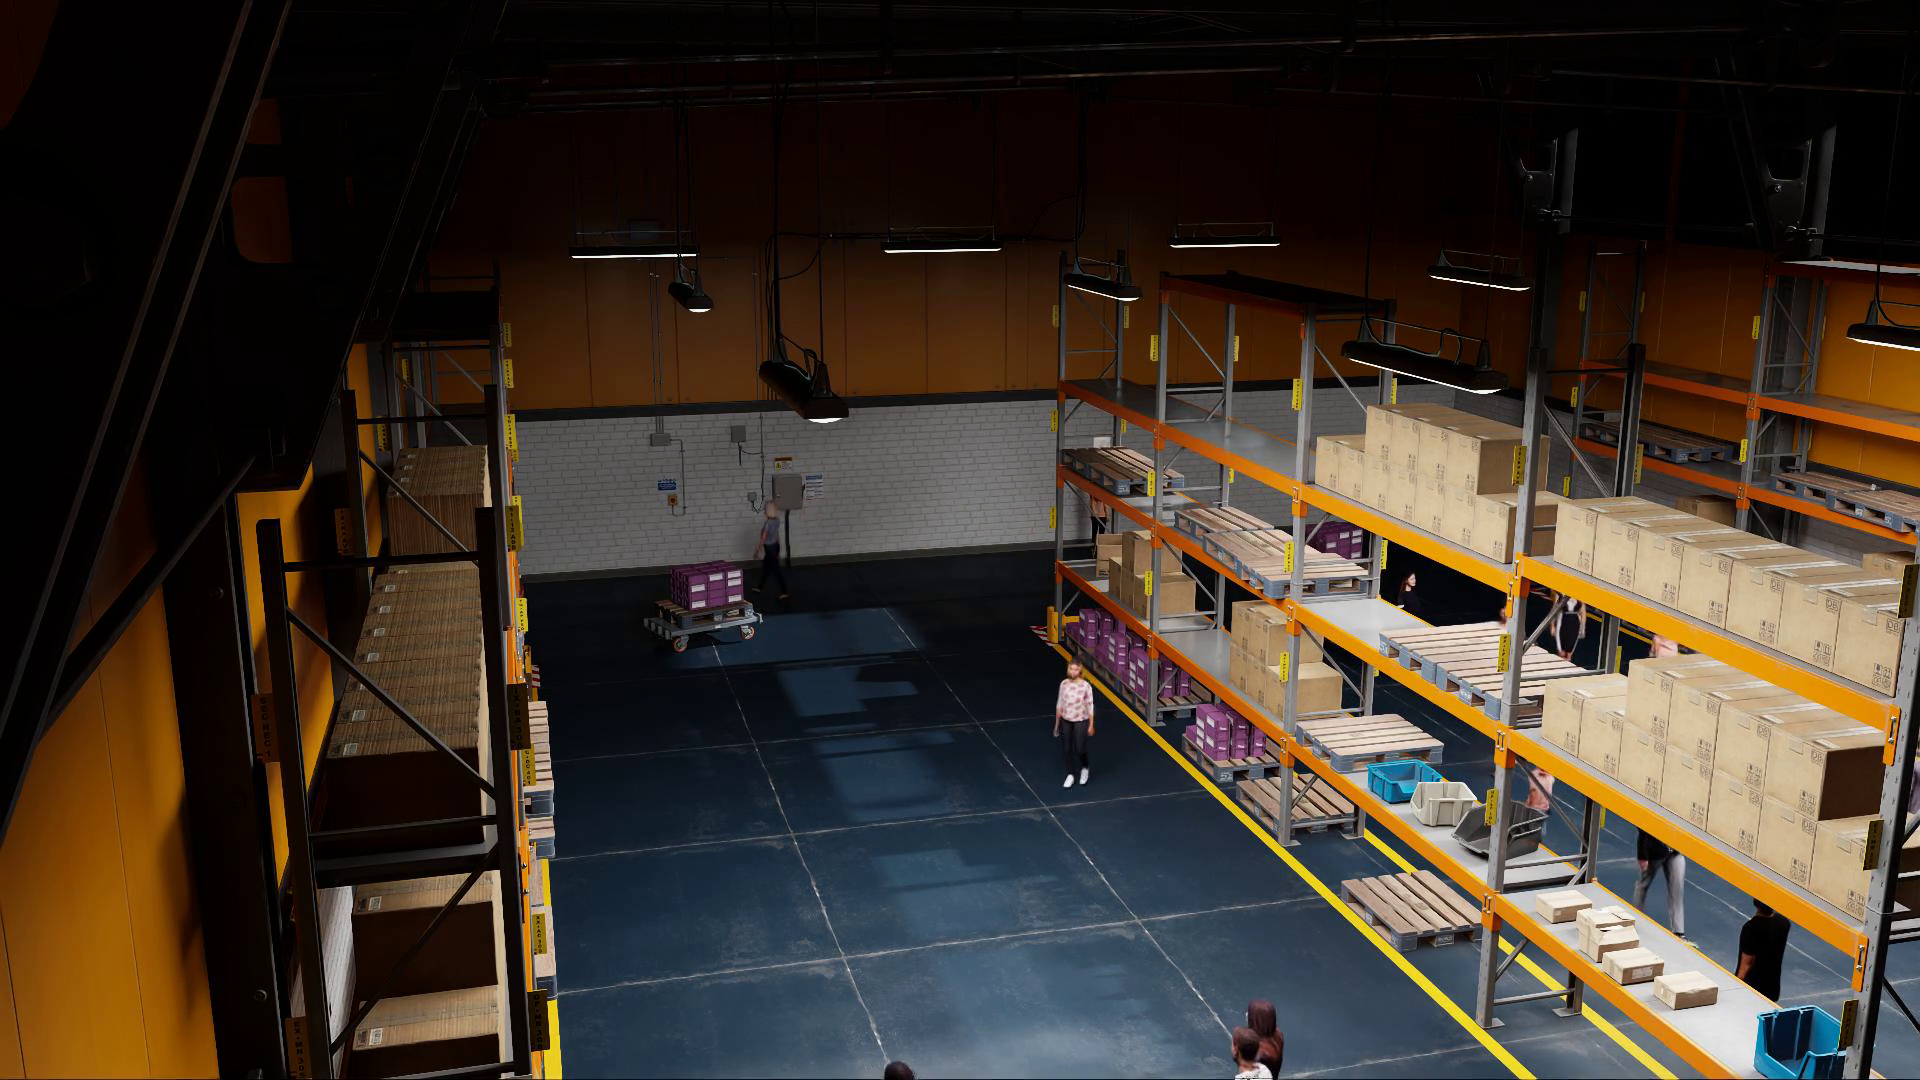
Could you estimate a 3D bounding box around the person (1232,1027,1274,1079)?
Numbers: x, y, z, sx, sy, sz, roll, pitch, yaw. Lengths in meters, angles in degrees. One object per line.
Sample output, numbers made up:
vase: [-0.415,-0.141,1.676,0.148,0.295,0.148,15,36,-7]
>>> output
person: [2.053,4.206,11.230,1.239,1.796,1.182,7,15,27]

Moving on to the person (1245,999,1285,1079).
person: [2.263,4.109,12.102,1.072,1.574,0.993,9,16,33]

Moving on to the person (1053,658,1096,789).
person: [1.413,2.175,20.002,0.738,1.616,0.796,7,15,27]

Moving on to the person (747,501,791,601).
person: [-3.078,0.207,27.984,0.995,1.685,1.073,3,14,14]

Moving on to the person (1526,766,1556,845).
person: [6.181,2.847,17.907,0.597,1.296,0.743,-7,15,-26]

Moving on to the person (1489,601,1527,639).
person: [7.092,1.655,21.715,0.984,1.821,1.046,6,15,24]

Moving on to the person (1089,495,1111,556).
person: [2.601,-0.452,31.131,0.629,1.484,0.708,10,17,35]

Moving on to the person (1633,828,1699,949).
person: [6.770,2.948,16.184,0.856,1.910,1.194,-1,14,-6]

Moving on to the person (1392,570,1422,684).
person: [6.382,1.219,23.899,0.749,1.639,0.711,11,18,39]
